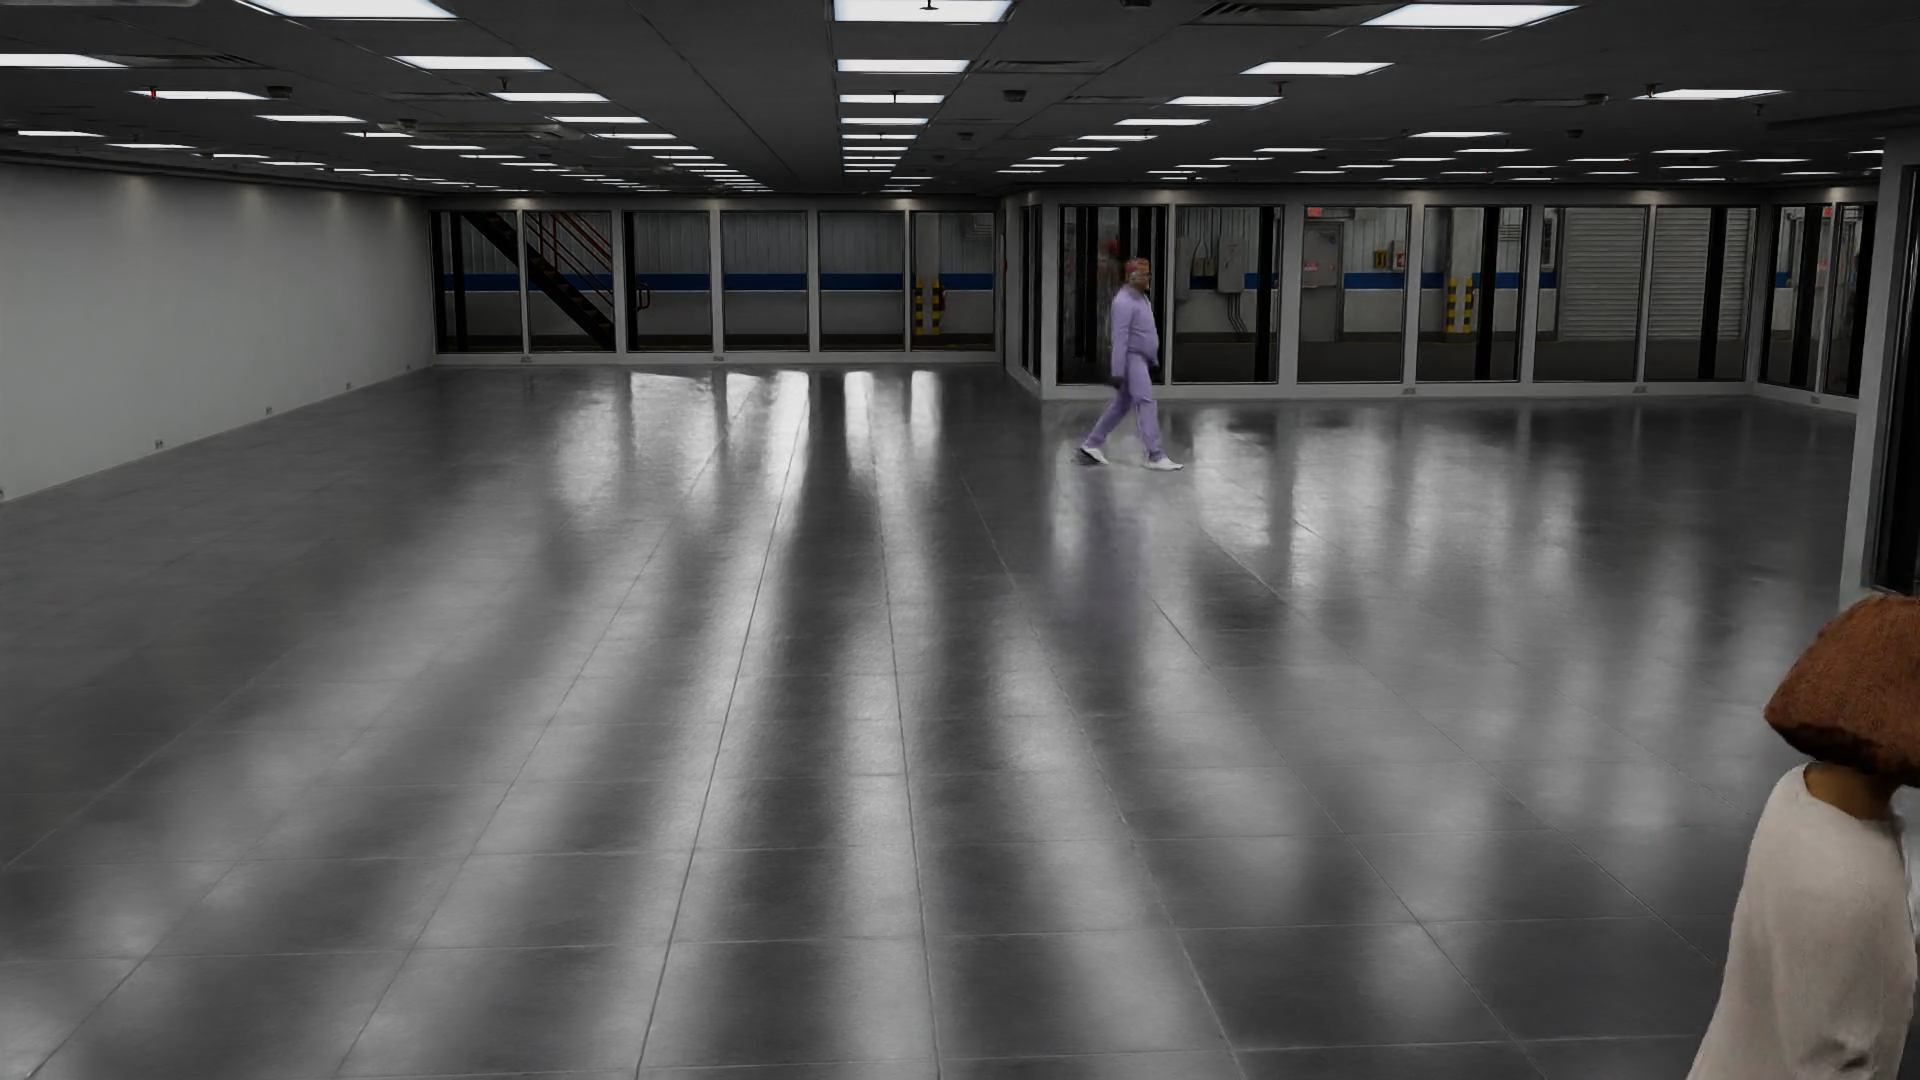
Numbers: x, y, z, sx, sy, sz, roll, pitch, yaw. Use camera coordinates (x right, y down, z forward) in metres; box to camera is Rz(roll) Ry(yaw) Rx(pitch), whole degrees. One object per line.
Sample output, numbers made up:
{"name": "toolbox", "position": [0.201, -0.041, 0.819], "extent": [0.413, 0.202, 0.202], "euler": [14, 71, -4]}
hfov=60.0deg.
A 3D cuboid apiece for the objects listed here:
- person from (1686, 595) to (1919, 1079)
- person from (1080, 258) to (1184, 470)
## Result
{"name": "person", "position": [1.142, 0.869, 2.254], "extent": [0.324, 1.626, 0.581], "euler": [6, 12, 28]}
{"name": "person", "position": [1.502, -1.562, 14.732], "extent": [0.958, 1.869, 0.646], "euler": [3, 11, 17]}
